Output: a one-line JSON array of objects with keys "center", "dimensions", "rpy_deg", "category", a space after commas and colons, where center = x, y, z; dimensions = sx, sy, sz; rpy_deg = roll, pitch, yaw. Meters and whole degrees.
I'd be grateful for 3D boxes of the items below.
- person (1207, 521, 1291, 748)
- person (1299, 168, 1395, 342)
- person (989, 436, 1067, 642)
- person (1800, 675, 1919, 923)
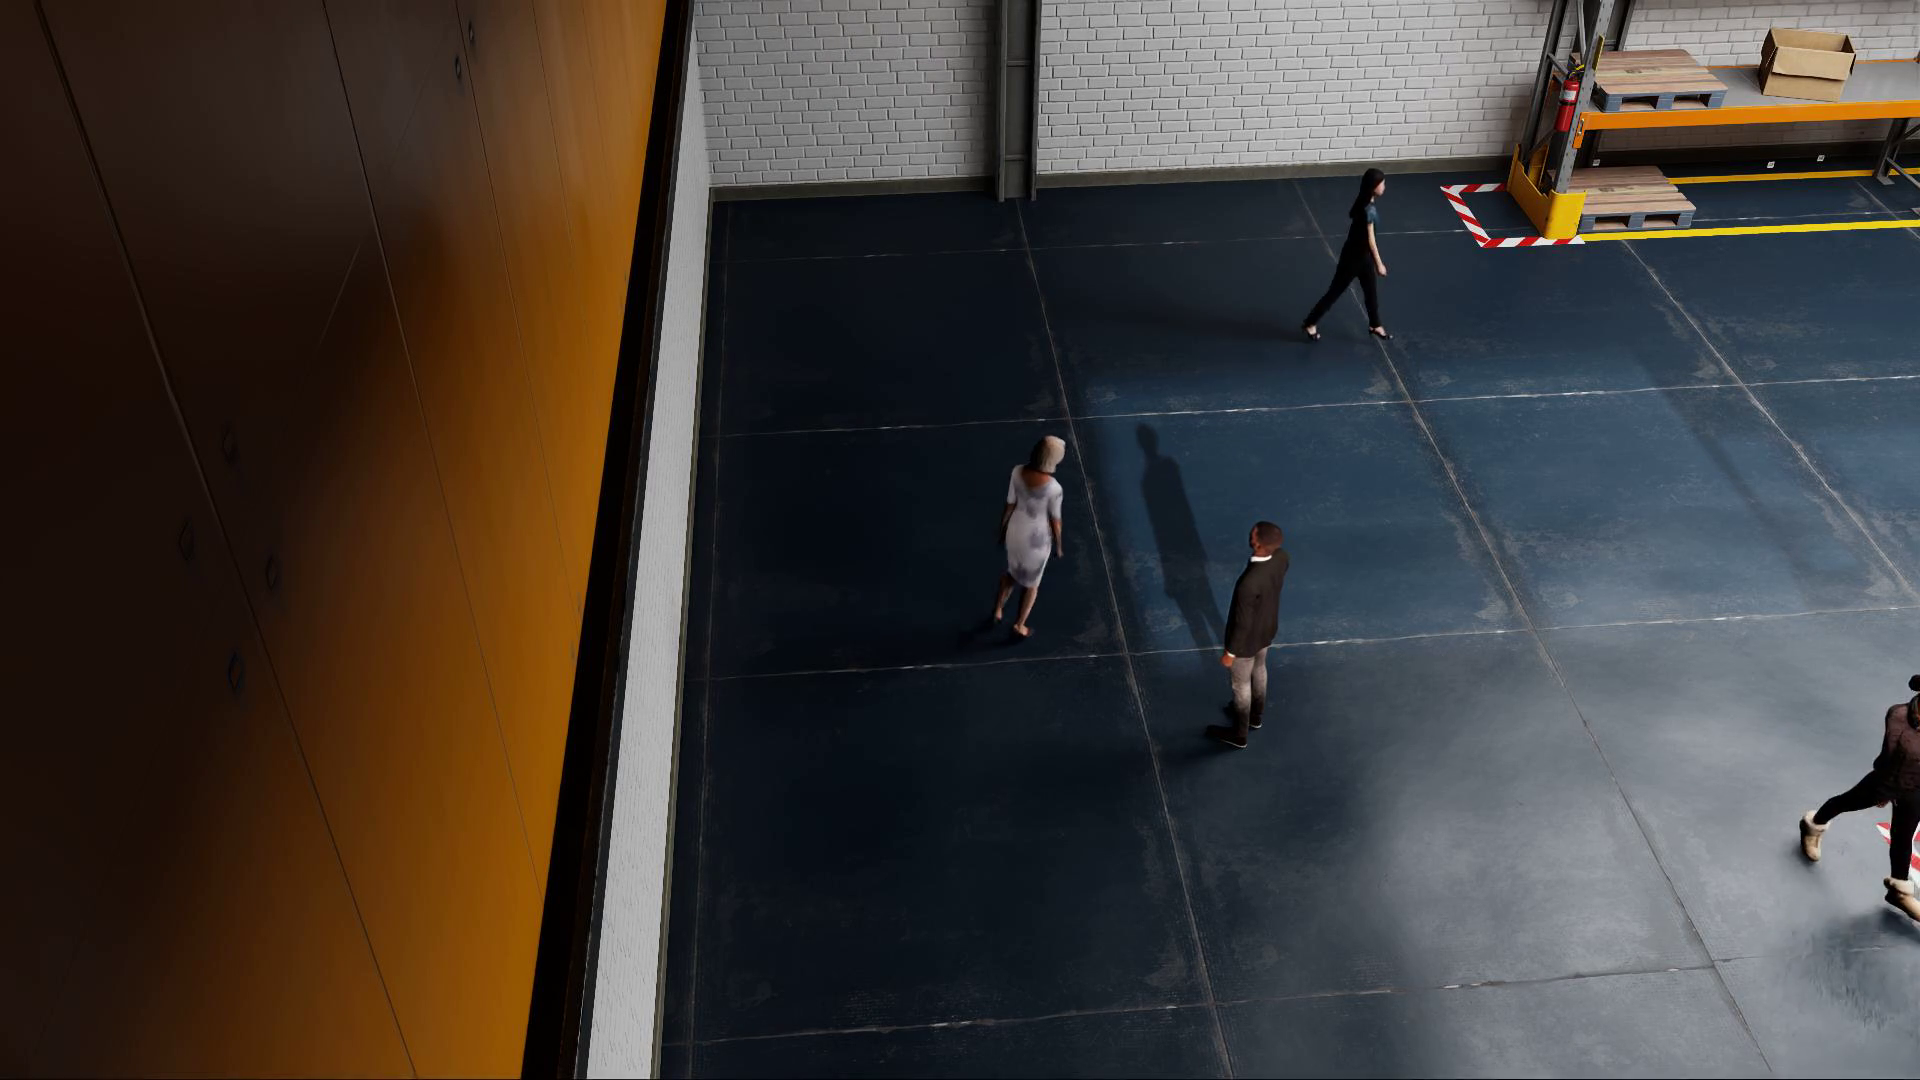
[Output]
[{"center": [1.897, 0.600, 10.781], "dimensions": [0.790, 1.799, 0.736], "rpy_deg": [26, 46, 29], "category": "person"}, {"center": [3.408, -2.462, 14.703], "dimensions": [1.123, 1.690, 0.756], "rpy_deg": [7, 39, 8], "category": "person"}, {"center": [0.436, 0.023, 11.571], "dimensions": [0.761, 1.714, 0.825], "rpy_deg": [16, 41, 19], "category": "person"}, {"center": [5.557, 1.513, 9.755], "dimensions": [1.040, 1.652, 0.683], "rpy_deg": [-26, 45, -29], "category": "person"}]
